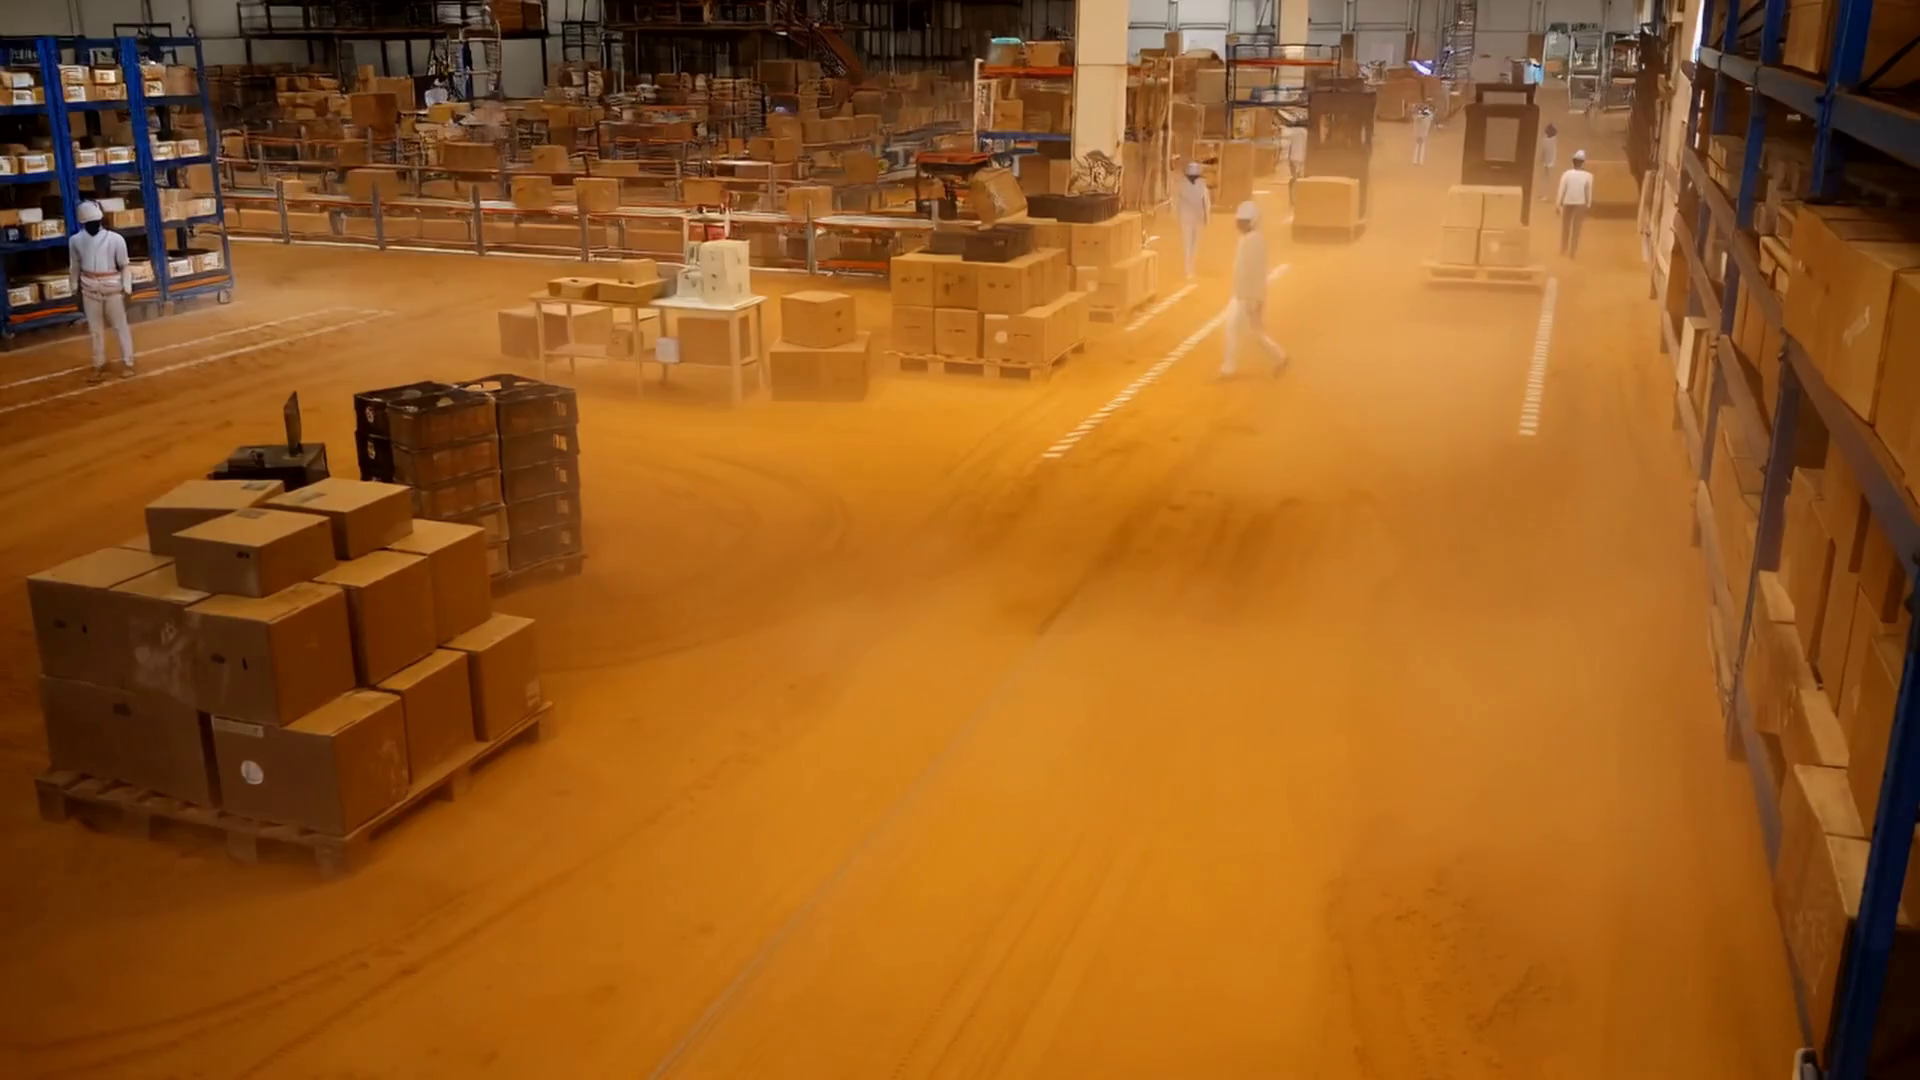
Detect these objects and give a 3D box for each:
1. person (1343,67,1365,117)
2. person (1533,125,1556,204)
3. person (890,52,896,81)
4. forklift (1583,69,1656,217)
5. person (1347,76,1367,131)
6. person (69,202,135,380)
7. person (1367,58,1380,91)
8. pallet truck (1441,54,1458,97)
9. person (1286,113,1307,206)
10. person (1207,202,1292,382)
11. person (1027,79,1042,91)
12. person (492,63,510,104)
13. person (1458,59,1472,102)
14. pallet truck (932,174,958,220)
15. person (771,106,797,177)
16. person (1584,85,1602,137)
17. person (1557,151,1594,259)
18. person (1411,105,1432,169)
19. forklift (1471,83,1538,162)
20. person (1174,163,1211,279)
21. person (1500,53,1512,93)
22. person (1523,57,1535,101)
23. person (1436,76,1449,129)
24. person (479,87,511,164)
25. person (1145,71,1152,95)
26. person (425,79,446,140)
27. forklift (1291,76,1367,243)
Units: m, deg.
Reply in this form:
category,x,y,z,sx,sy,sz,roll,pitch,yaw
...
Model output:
category,x,y,z,sx,sy,sz,roll,pitch,yaw
person,14.830,-16.698,62.147,0.774,1.941,0.615,-1,18,-4
person,12.337,-7.895,34.981,0.272,1.635,0.507,0,18,0
person,-3.709,-25.761,90.942,0.322,1.743,0.490,-9,20,-27
forklift,13.219,-7.740,32.475,1.873,2.768,1.129,6,19,18
person,13.233,-14.395,55.035,0.974,1.860,0.616,16,23,40
person,-9.397,-2.723,18.227,0.603,1.946,0.389,-3,18,-9
person,18.860,-21.015,75.870,0.602,1.853,0.359,8,19,23
pallet truck,22.765,-21.886,78.355,0.823,1.965,1.885,-4,18,-14
person,7.061,-7.922,34.655,0.554,1.894,1.006,8,19,23
person,3.185,-2.677,18.055,0.851,1.967,0.624,-3,18,-11
person,2.825,-17.083,63.484,0.618,1.861,0.950,-13,22,-35
person,-19.707,-19.547,71.324,0.729,1.817,0.524,9,20,26
person,22.645,-20.528,74.308,0.550,1.868,0.573,-2,18,-7
pallet truck,-0.507,-5.292,27.348,0.653,1.274,1.630,6,19,19
person,-4.163,-9.241,38.955,0.605,1.783,0.903,-14,22,-37
person,20.363,-13.771,53.460,0.417,1.630,0.530,-4,18,-13
person,10.129,-5.526,27.401,0.540,1.717,0.935,5,18,15
person,11.880,-10.398,42.868,0.518,1.618,0.422,3,18,10
forklift,8.629,-5.888,26.657,1.129,2.768,1.873,6,19,19
person,3.511,-4.802,25.116,0.540,1.720,0.894,0,18,0
person,27.165,-23.274,82.830,0.584,1.929,0.371,-4,18,-12
person,25.581,-20.697,74.717,0.372,1.940,0.629,-8,19,-23
person,16.593,-15.020,57.160,0.326,1.767,0.533,8,19,23
person,-12.437,-10.956,44.033,1.053,1.982,0.631,-1,18,-2
person,6.637,-15.466,58.313,0.629,1.913,0.584,4,18,13
person,-16.375,-13.450,52.033,0.661,1.883,0.475,-9,20,-26
forklift,6.598,-6.755,29.381,1.129,2.768,1.873,6,19,19
